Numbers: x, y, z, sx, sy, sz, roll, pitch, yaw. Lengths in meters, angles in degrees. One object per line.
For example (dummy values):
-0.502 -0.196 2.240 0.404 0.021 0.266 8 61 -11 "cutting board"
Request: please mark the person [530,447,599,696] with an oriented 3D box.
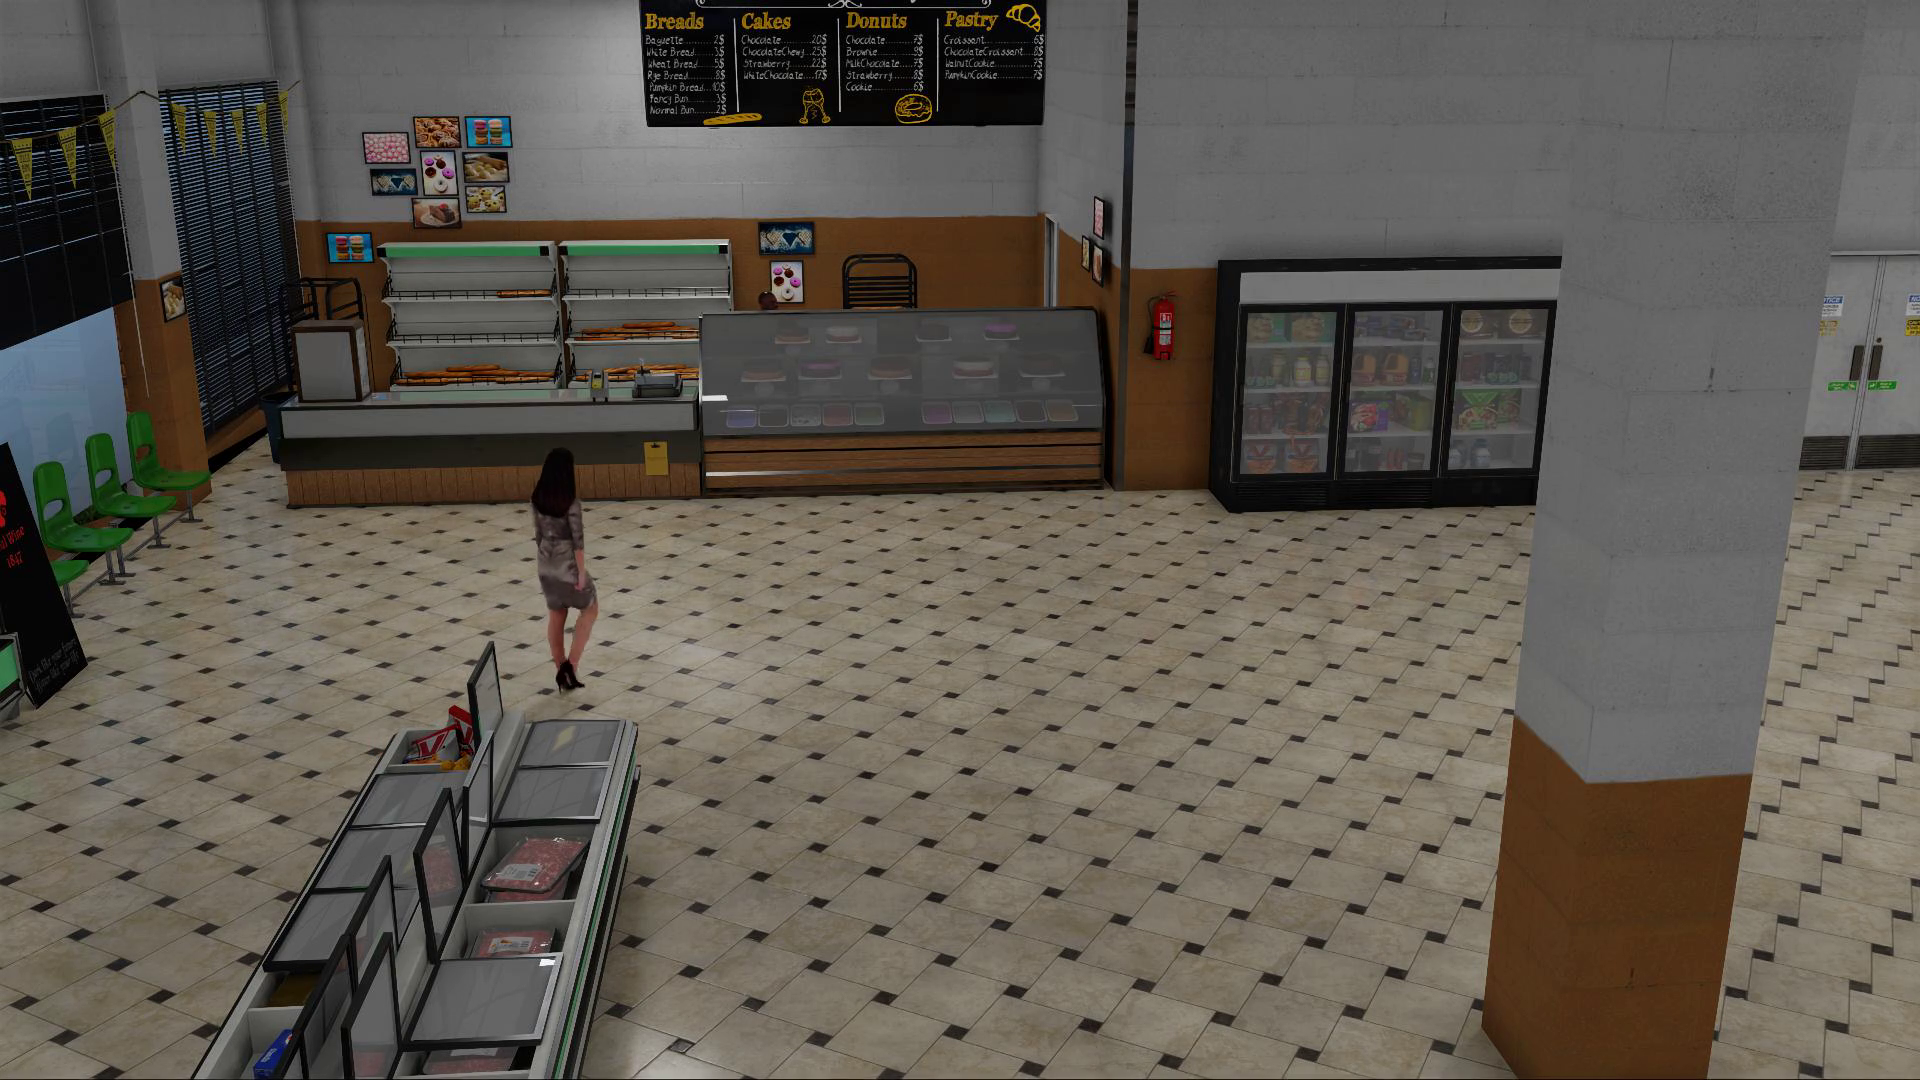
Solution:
-2.756 0.247 11.301 0.725 1.735 0.770 6 18 20 "person"
